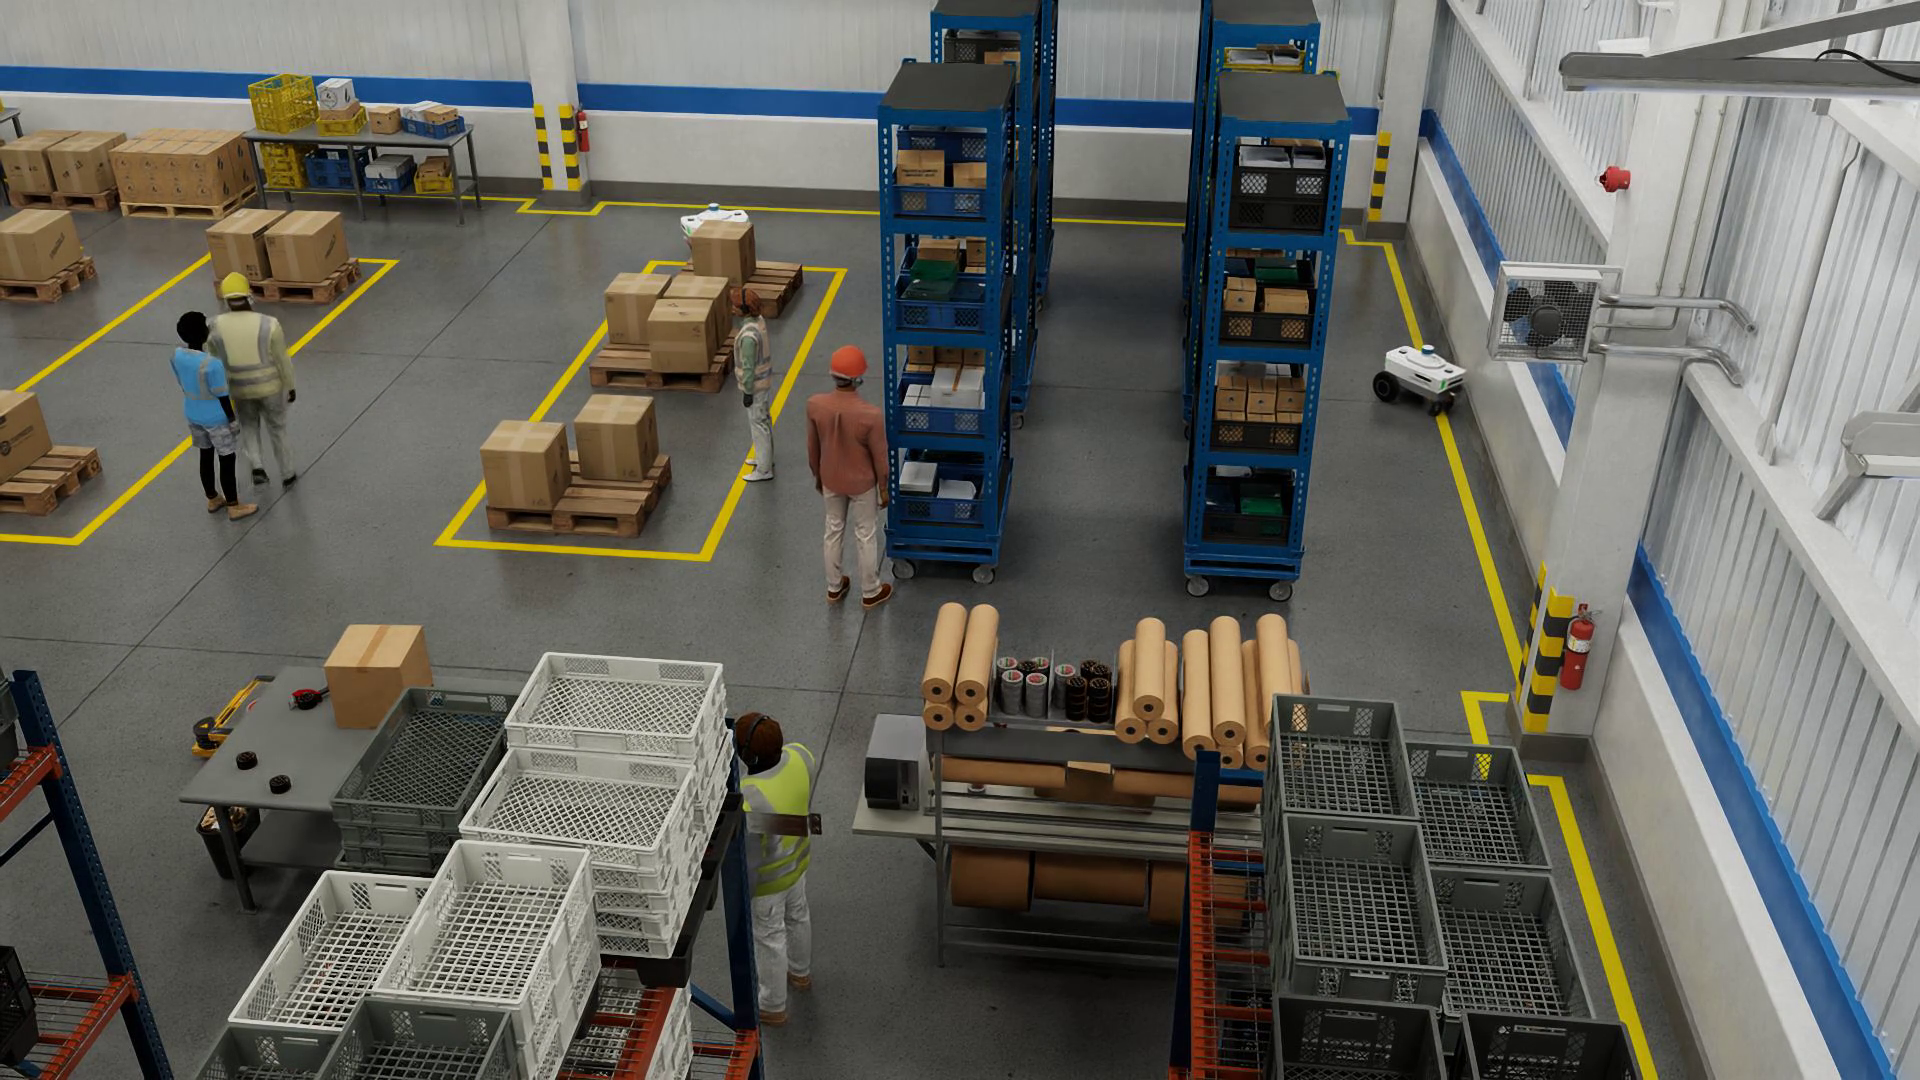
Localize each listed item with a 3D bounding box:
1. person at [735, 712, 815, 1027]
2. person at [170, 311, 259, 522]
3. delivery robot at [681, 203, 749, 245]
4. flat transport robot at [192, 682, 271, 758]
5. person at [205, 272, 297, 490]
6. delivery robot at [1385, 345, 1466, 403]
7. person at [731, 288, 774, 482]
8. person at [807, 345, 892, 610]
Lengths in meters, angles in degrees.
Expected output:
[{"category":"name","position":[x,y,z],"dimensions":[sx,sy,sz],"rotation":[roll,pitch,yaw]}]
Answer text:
[{"category":"person","position":[-0.963,1.629,8.298],"dimensions":[0.429,1.844,0.627],"rotation":[13,33,21]},{"category":"person","position":[-5.804,-0.963,12.897],"dimensions":[0.532,1.692,0.320],"rotation":[16,34,26]},{"category":"delivery robot","position":[-2.677,-3.433,18.172],"dimensions":[0.707,0.478,0.477],"rotation":[-10,32,-17]},{"category":"flat transport robot","position":[-4.089,1.163,10.648],"dimensions":[1.431,0.197,0.652],"rotation":[3,30,6]},{"category":"person","position":[-5.628,-1.246,13.270],"dimensions":[0.644,1.810,0.460],"rotation":[-7,31,-12]},{"category":"delivery robot","position":[4.150,-1.501,14.854],"dimensions":[0.477,0.478,0.707],"rotation":[-20,36,-31]},{"category":"person","position":[-1.666,-1.267,13.479],"dimensions":[0.311,1.631,0.504],"rotation":[1,30,1]},{"category":"person","position":[-0.766,-0.424,11.687],"dimensions":[0.622,1.996,0.402],"rotation":[11,32,19]}]
